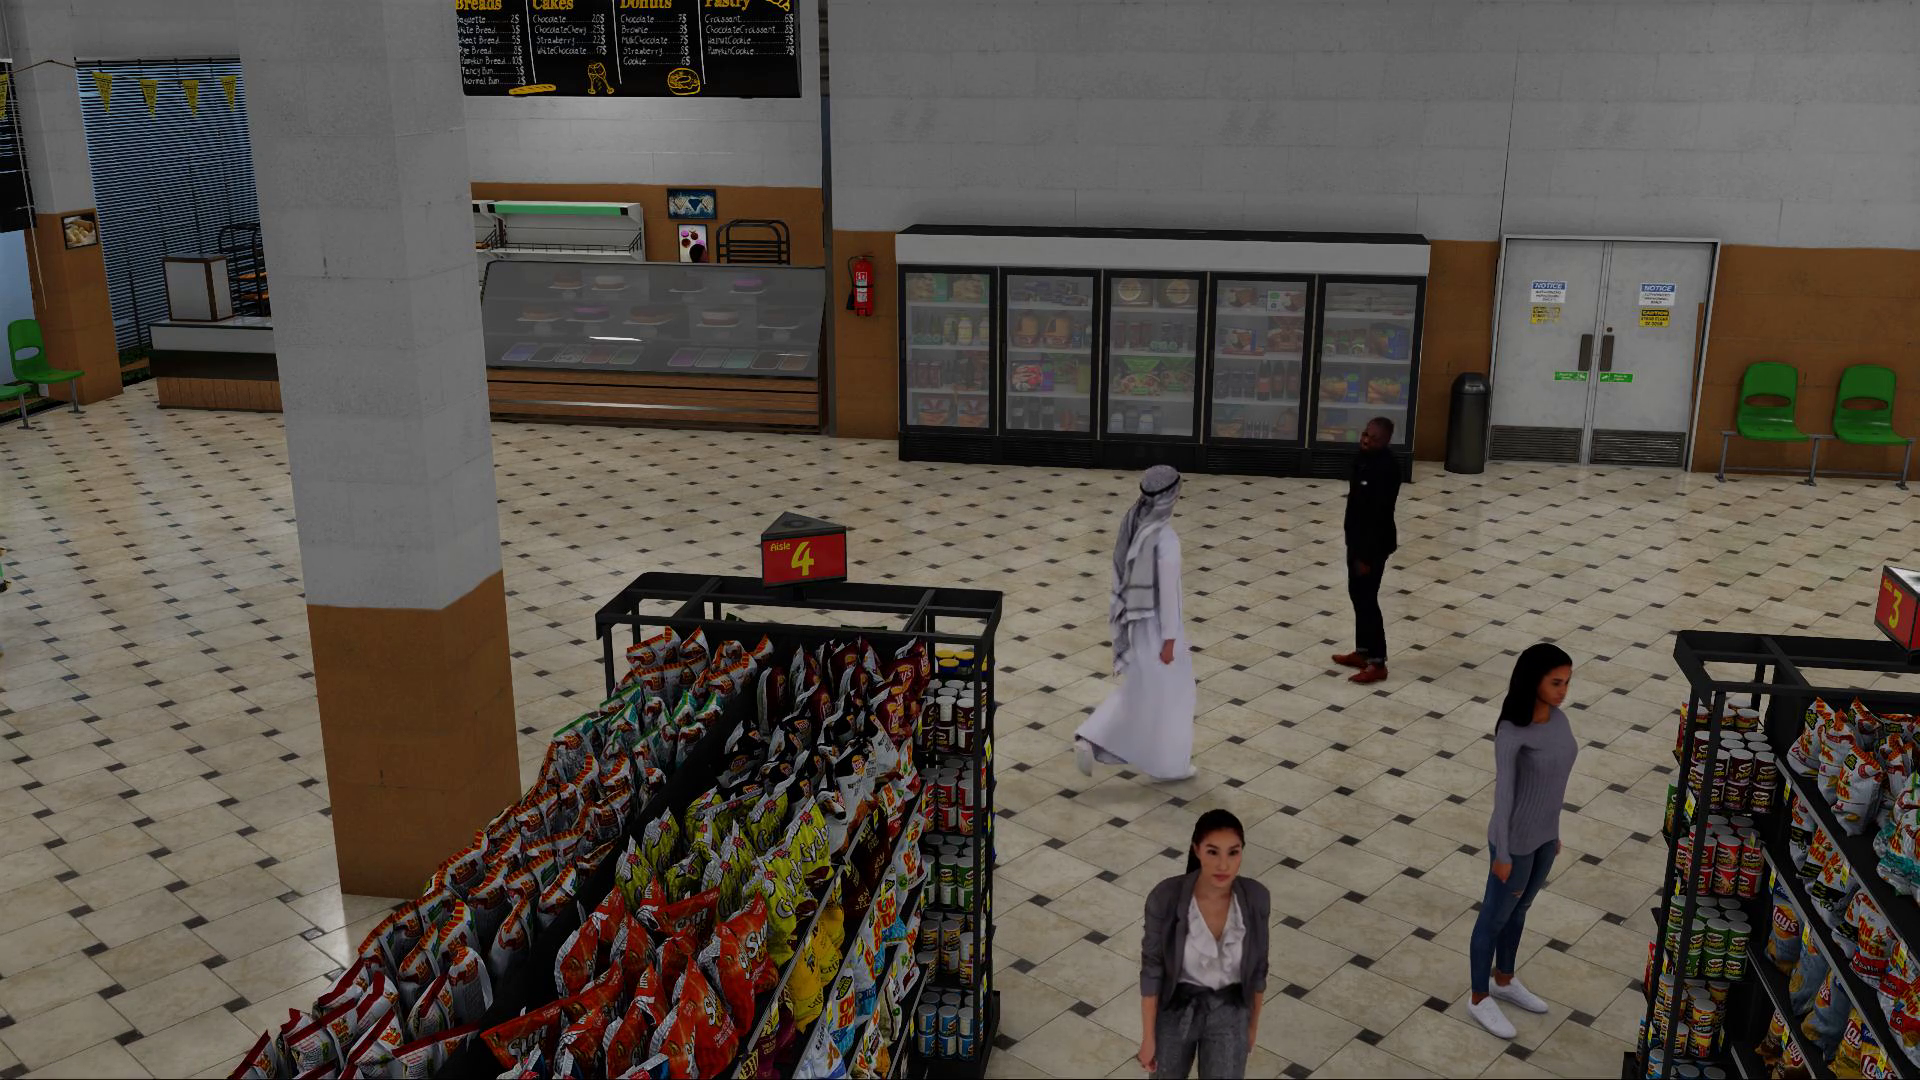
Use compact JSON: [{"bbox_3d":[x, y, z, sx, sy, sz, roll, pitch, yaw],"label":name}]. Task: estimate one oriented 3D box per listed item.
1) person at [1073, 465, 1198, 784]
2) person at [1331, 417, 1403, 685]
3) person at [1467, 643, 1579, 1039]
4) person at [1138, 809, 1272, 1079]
[{"bbox_3d":[1.001,0.513,9.391,1.096,1.904,1.079,-9,19,-26],"label":"person"},{"bbox_3d":[2.727,0.036,11.129,0.826,1.807,0.562,6,18,18],"label":"person"},{"bbox_3d":[2.419,1.268,7.189,0.661,1.741,0.747,-14,22,-40],"label":"person"},{"bbox_3d":[0.830,1.698,5.925,0.758,1.652,1.091,-1,17,-2],"label":"person"}]
